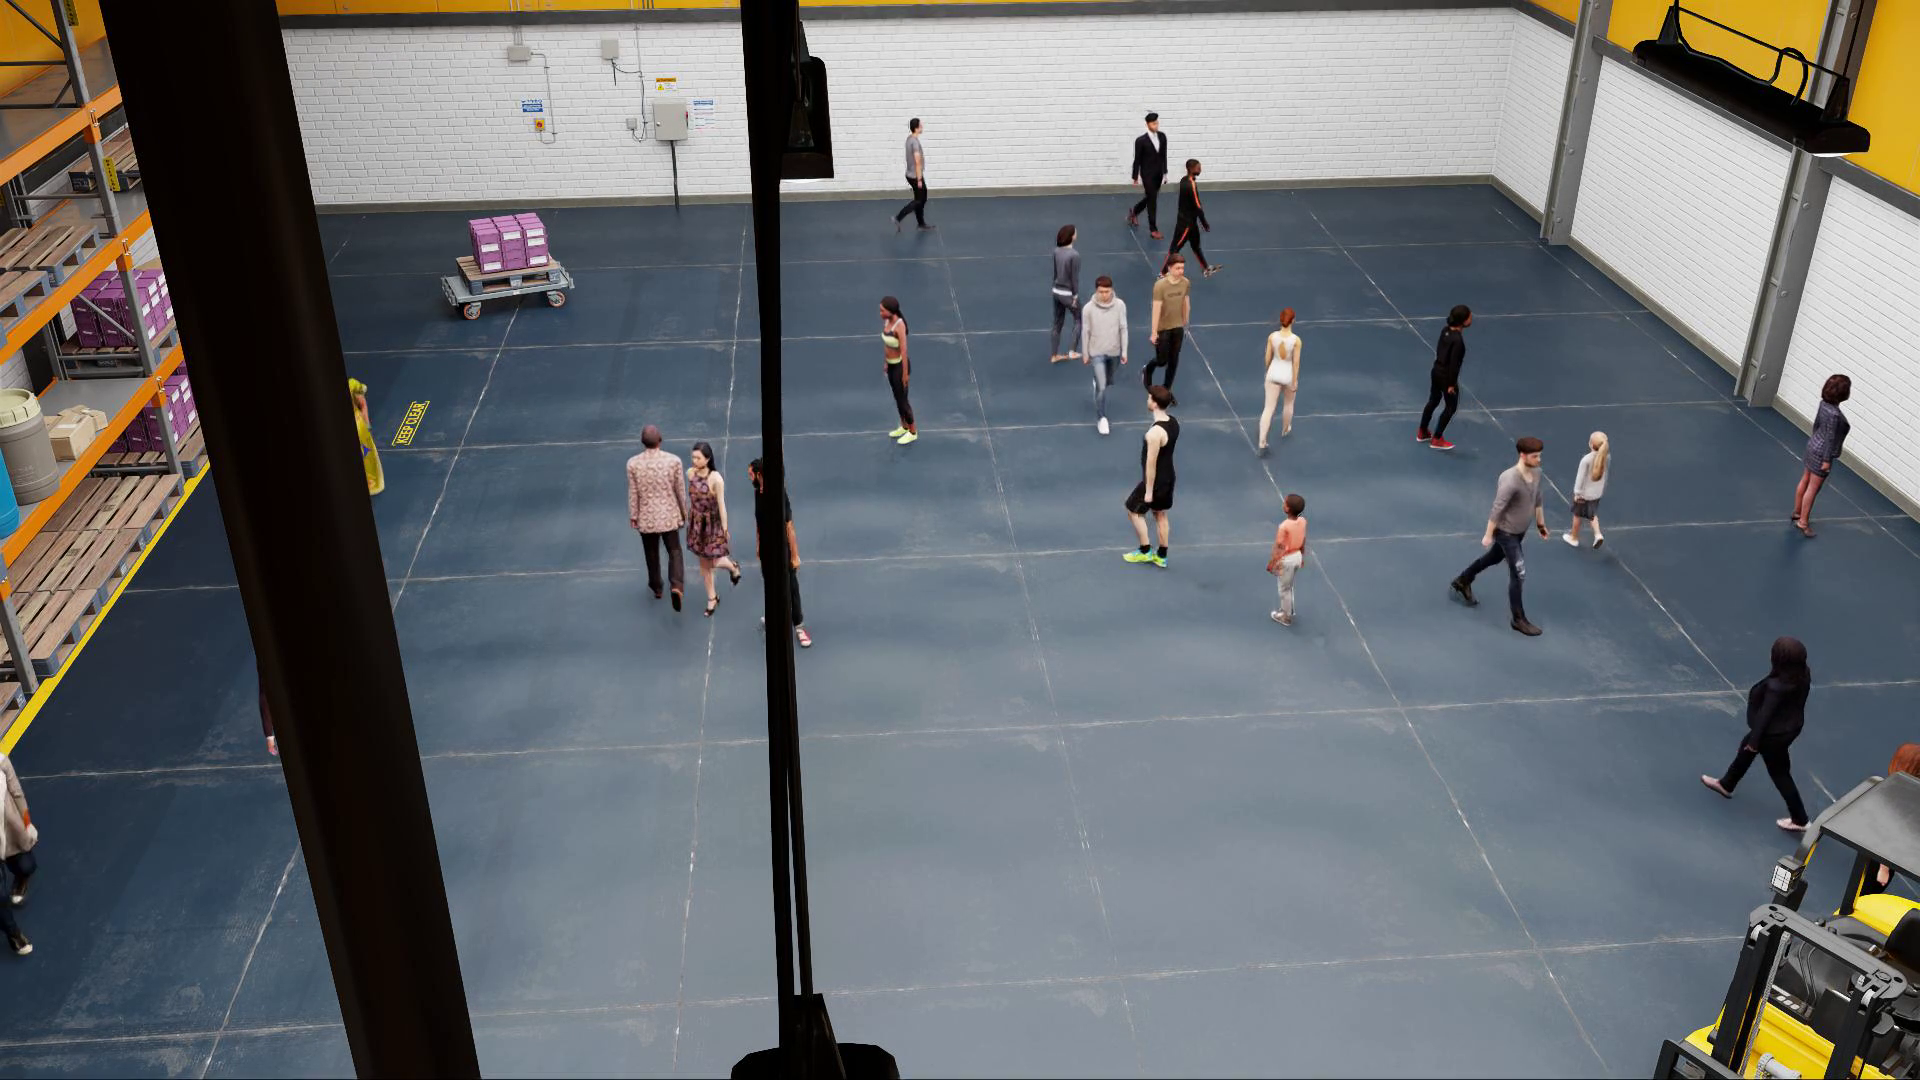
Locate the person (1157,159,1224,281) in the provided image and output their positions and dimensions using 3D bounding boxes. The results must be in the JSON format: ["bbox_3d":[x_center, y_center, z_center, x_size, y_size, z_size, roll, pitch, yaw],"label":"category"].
[{"bbox_3d":[3.058,-4.398,23.136,0.715,1.758,1.107,-2,29,-4],"label":"person"}]

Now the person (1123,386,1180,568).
[{"bbox_3d":[1.960,-0.565,15.984,0.892,1.877,0.805,16,33,27],"label":"person"}]

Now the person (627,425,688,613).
[{"bbox_3d":[-2.781,-0.177,15.369,0.744,1.785,0.990,-5,29,-9],"label":"person"}]

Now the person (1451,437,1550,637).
[{"bbox_3d":[4.939,-0.120,15.178,1.194,1.868,1.313,-25,37,-38],"label":"person"}]

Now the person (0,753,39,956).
[{"bbox_3d":[-6.674,1.930,11.424,1.013,1.864,1.157,-17,33,-28],"label":"person"}]

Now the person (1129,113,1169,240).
[{"bbox_3d":[2.844,-5.536,25.116,1.053,1.859,1.267,-17,33,-28],"label":"person"}]

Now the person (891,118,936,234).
[{"bbox_3d":[-0.746,-5.483,25.149,0.785,1.736,0.932,-7,29,-13],"label":"person"}]

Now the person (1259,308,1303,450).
[{"bbox_3d":[3.530,-1.751,18.442,0.903,1.606,1.112,13,31,22],"label":"person"}]

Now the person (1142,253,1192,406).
[{"bbox_3d":[2.410,-2.513,19.598,0.846,1.837,0.970,-13,31,-23],"label":"person"}]

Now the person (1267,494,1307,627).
[{"bbox_3d":[3.044,0.205,15.176,0.568,1.299,0.615,-21,35,-34],"label":"person"}]

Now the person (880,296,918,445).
[{"bbox_3d":[-0.670,-1.906,18.587,0.753,1.739,0.658,-12,31,-21],"label":"person"}]

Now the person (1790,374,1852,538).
[{"bbox_3d":[8.641,-0.864,16.715,0.731,1.702,0.581,6,29,10],"label":"person"}]

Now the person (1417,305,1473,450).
[{"bbox_3d":[5.396,-1.808,18.493,0.704,1.657,0.578,-6,29,-10],"label":"person"}]

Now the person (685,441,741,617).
[{"bbox_3d":[-2.265,-0.133,15.314,0.868,1.761,0.958,16,32,27],"label":"person"}]

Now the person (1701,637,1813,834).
[{"bbox_3d":[6.222,1.497,12.524,1.100,1.570,1.206,-25,38,-38],"label":"person"}]

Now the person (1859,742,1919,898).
[{"bbox_3d":[6.242,2.102,11.256,0.708,1.722,0.627,18,33,29],"label":"person"}]

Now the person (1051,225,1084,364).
[{"bbox_3d":[1.252,-3.029,20.630,0.758,1.753,0.820,23,36,35],"label":"person"}]

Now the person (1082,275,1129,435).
[{"bbox_3d":[1.638,-2.176,18.994,0.711,1.823,1.123,-4,29,-7],"label":"person"}]

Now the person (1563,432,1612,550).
[{"bbox_3d":[6.262,-0.469,16.445,0.575,1.268,0.716,-8,30,-14],"label":"person"}]

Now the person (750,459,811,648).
[{"bbox_3d":[-1.575,0.109,14.904,0.737,1.728,0.915,21,35,34],"label":"person"}]
